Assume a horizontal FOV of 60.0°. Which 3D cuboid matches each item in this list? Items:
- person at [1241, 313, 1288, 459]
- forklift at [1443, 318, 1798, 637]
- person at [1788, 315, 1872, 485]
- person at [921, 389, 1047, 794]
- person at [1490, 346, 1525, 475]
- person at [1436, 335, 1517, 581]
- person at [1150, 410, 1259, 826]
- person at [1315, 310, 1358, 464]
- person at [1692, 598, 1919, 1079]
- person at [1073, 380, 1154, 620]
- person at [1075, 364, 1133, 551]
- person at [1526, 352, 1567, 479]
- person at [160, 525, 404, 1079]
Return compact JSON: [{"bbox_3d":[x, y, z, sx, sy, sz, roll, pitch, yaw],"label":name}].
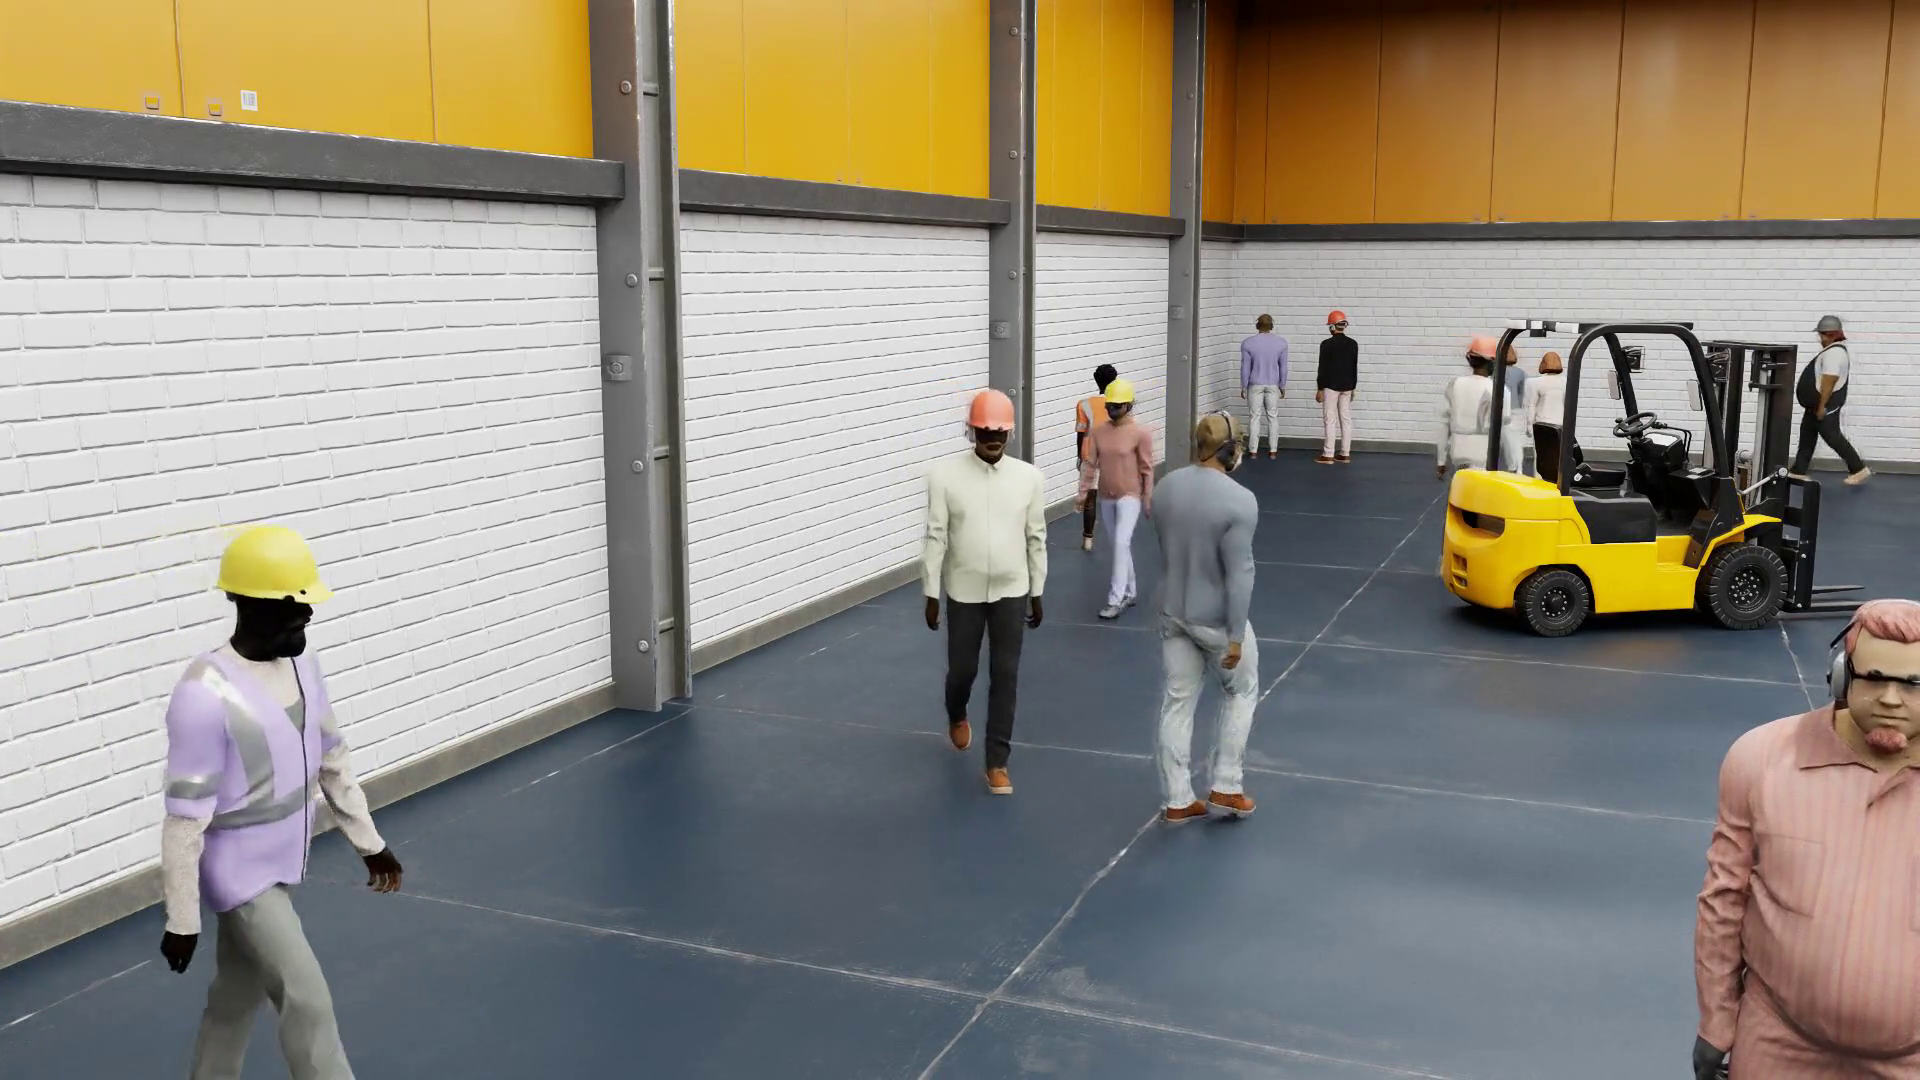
[{"bbox_3d":[4.027,-2.036,22.092,0.631,1.940,0.372,0,9,-1],"label":"person"},{"bbox_3d":[4.706,-0.497,11.990,2.313,2.155,1.214,-2,10,-10],"label":"forklift"},{"bbox_3d":[10.229,-1.661,19.509,0.956,2.000,0.686,5,11,27],"label":"person"},{"bbox_3d":[0.118,0.228,8.255,0.632,1.973,0.689,-2,9,-9],"label":"person"},{"bbox_3d":[6.687,-1.588,20.417,0.520,1.581,0.851,-2,10,-14],"label":"person"},{"bbox_3d":[4.311,-0.675,13.661,1.020,1.991,0.630,-6,11,-34],"label":"person"},{"bbox_3d":[1.155,0.361,7.657,0.609,1.914,0.621,-9,13,-43],"label":"person"},{"bbox_3d":[4.887,-1.981,21.615,0.610,1.987,0.402,-5,11,-29],"label":"person"},{"bbox_3d":[1.850,1.057,3.447,0.638,1.908,0.409,5,11,29],"label":"person"},{"bbox_3d":[1.105,-0.293,12.166,0.540,1.733,0.825,8,12,39],"label":"person"},{"bbox_3d":[1.297,-0.737,14.977,0.529,1.689,0.321,0,9,0],"label":"person"},{"bbox_3d":[6.472,-1.249,18.276,0.497,1.627,0.288,0,9,-3],"label":"person"},{"bbox_3d":[-1.791,0.890,4.527,0.946,1.881,0.596,0,9,2],"label":"person"}]
